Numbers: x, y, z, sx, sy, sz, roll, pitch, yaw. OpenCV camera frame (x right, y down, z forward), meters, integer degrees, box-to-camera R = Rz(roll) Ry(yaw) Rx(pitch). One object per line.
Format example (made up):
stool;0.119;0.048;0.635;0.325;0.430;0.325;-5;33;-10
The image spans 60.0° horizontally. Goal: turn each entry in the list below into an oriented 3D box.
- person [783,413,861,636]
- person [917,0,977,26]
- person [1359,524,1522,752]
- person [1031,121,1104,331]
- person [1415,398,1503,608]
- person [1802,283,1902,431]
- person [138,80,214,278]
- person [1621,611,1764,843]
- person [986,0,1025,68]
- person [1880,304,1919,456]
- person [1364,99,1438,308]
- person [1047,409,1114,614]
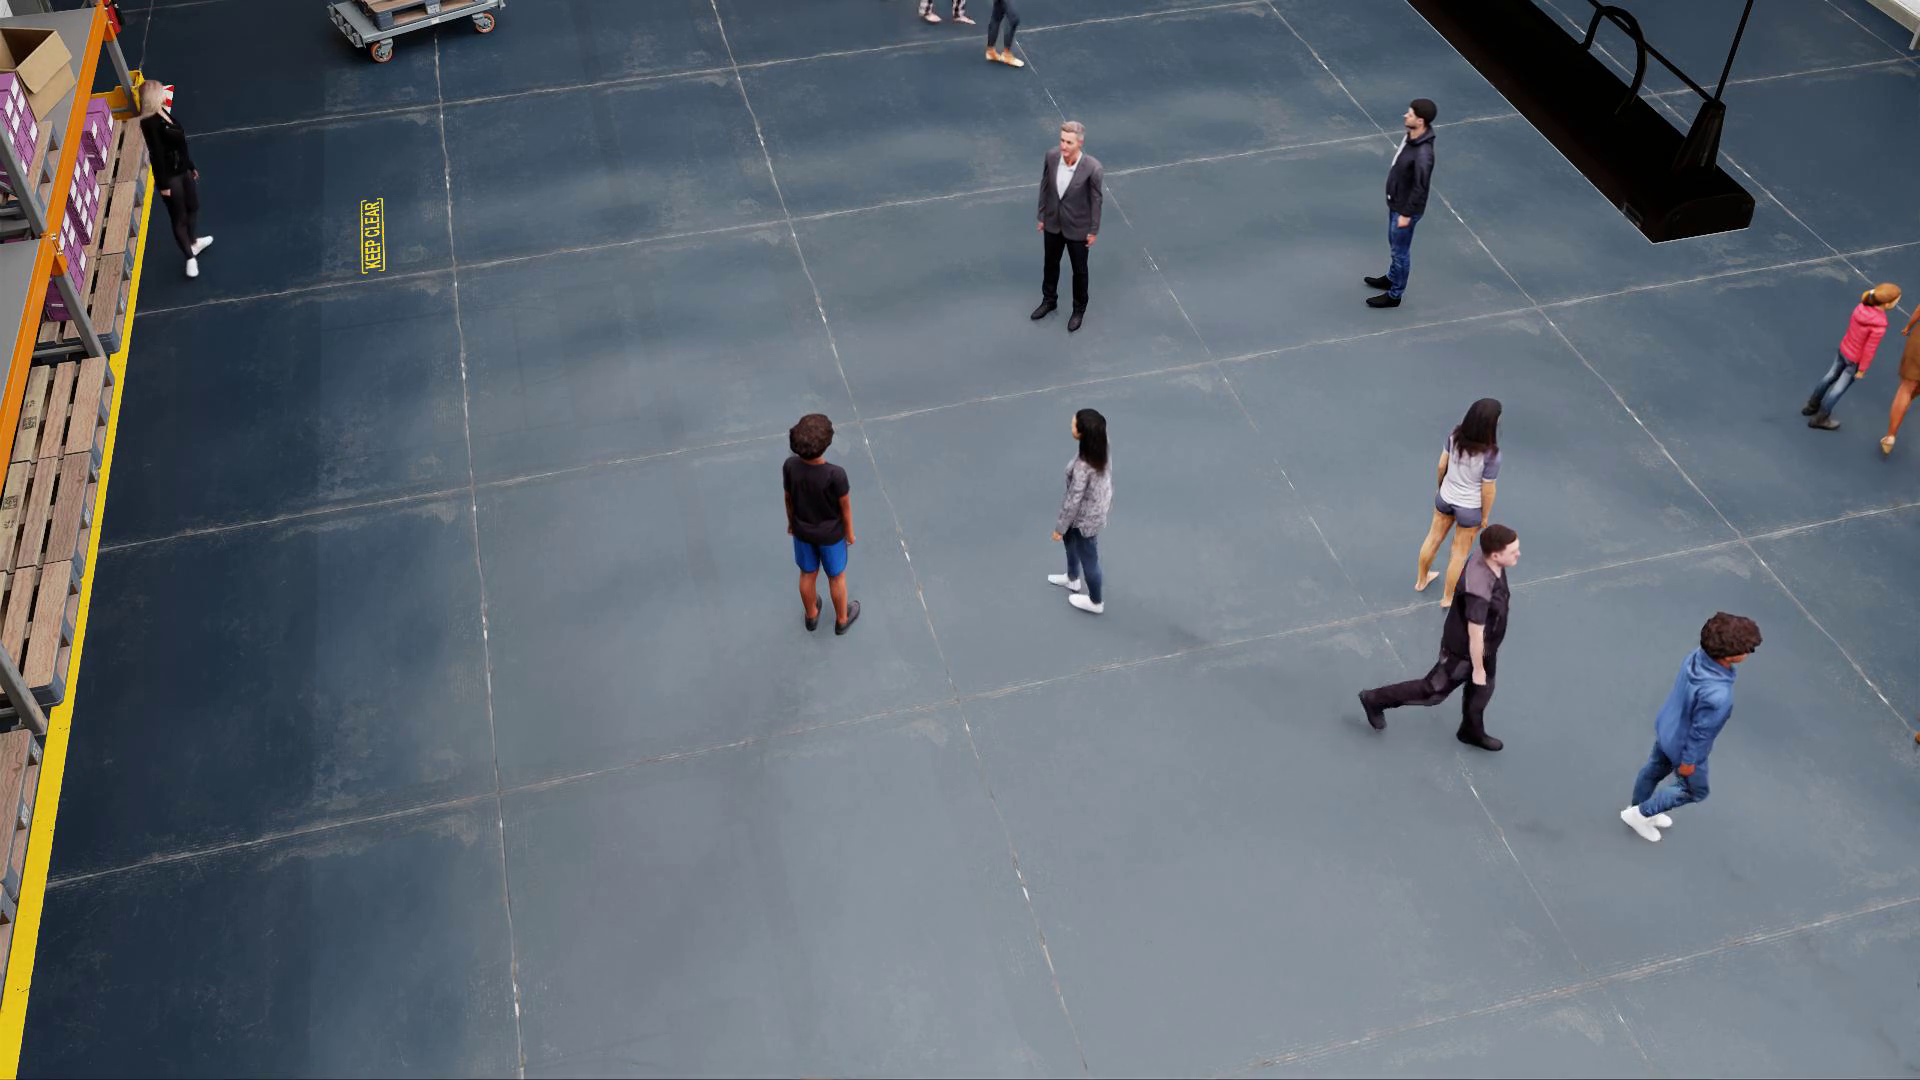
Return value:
person;-0.932;-0.086;10.957;0.696;1.796;0.698;9;44;9
person;-0.310;-6.311;17.470;1.055;1.825;0.971;26;50;25
person;3.017;0.618;10.202;1.230;1.817;1.184;21;47;20
person;0.877;-2.586;13.548;0.797;1.842;0.851;21;47;20
person;3.372;-0.260;11.184;0.713;1.734;0.581;-29;51;-27
person;6.788;-1.411;12.700;0.614;1.310;0.489;-1;44;-1
person;-6.753;-3.058;14.178;0.834;1.655;0.537;5;44;5
person;4.159;1.107;9.702;0.854;1.798;0.731;8;44;8
person;0.344;-5.677;16.837;0.837;1.780;0.775;15;46;15
person;7.230;-1.367;12.416;1.010;1.639;1.099;20;47;20
person;3.692;-2.781;13.715;0.809;1.894;0.654;5;44;6
person;0.924;-0.149;11.079;0.887;1.719;0.826;19;47;19
